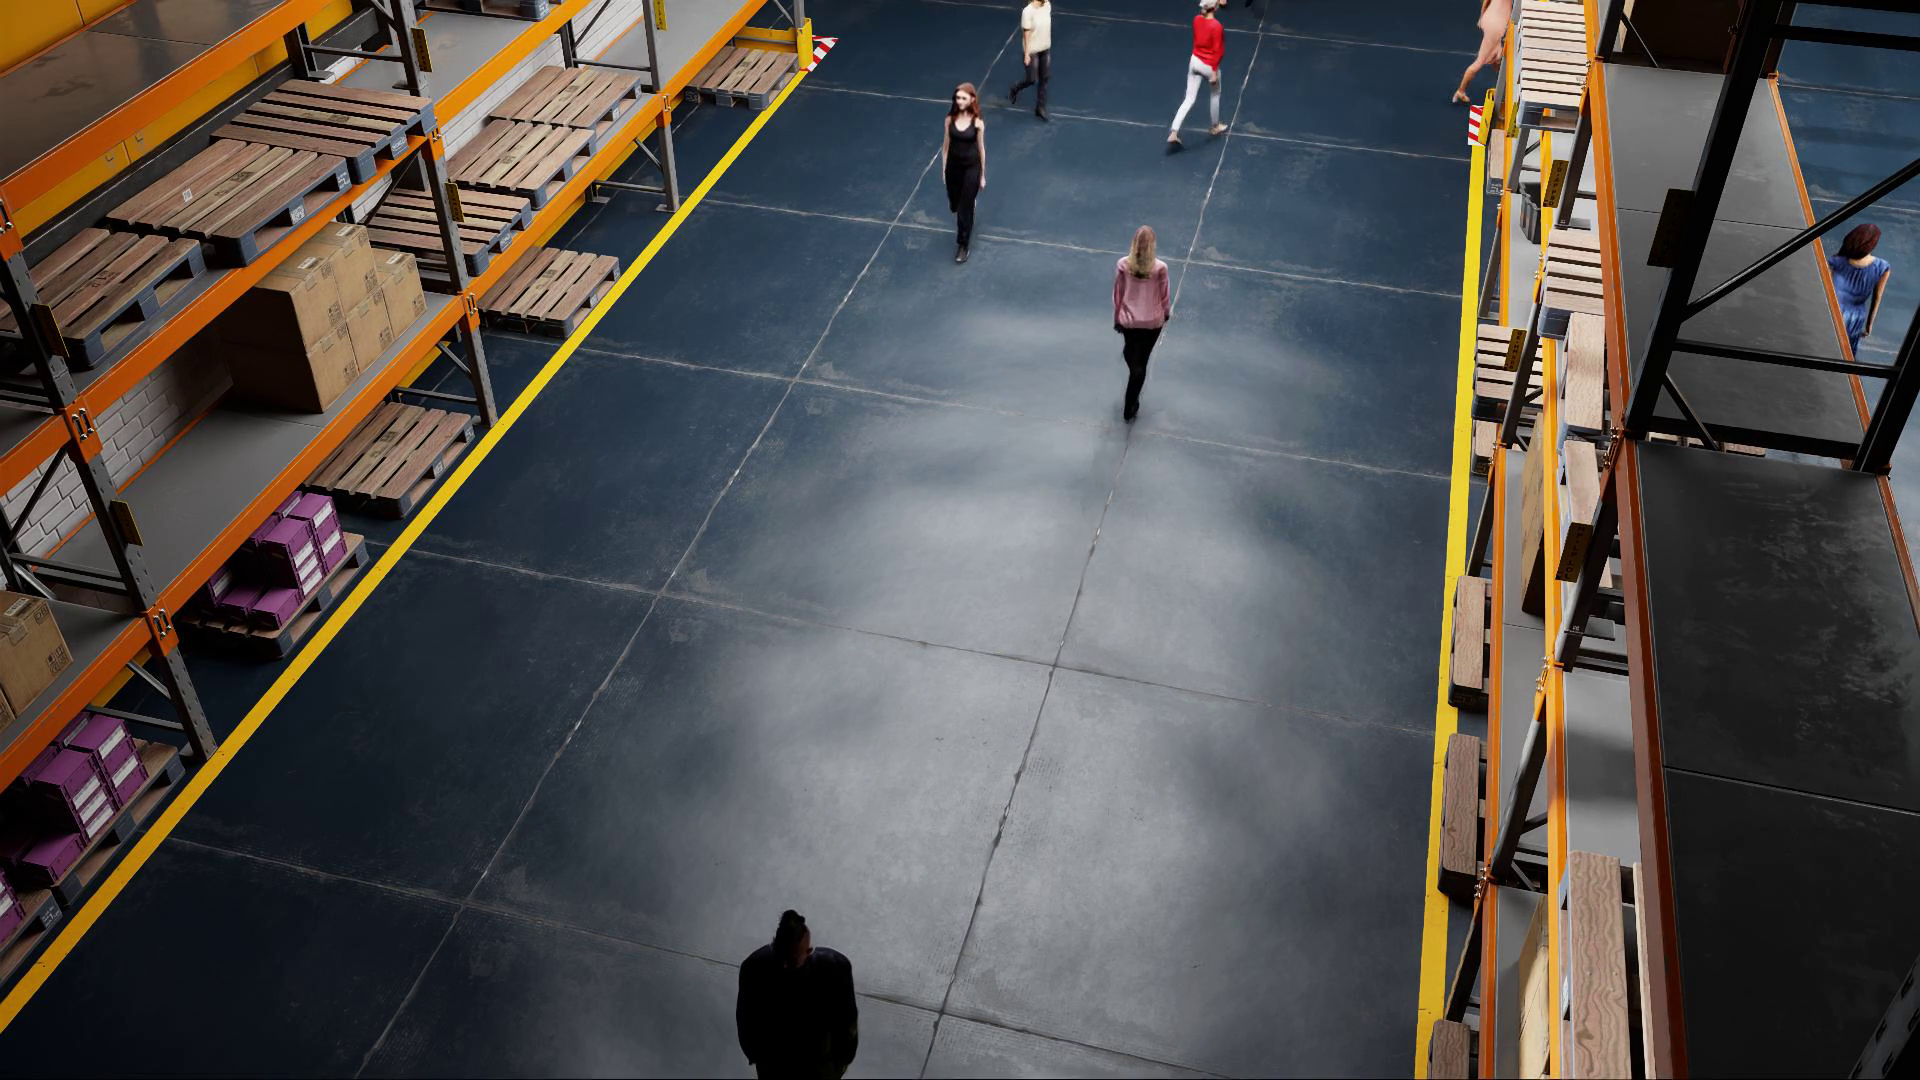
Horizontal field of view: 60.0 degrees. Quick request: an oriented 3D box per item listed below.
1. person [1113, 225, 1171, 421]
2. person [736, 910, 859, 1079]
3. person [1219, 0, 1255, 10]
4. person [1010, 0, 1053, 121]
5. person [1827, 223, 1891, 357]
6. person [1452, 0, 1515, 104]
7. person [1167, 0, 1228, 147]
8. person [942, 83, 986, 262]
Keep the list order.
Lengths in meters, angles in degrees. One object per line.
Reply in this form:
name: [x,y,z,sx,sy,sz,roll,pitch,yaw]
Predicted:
person: [1.468,-1.761,13.747,0.685,1.644,1.078,14,41,17]
person: [-0.790,2.465,8.279,0.829,1.866,0.788,0,39,0]
person: [3.502,-7.473,20.847,0.927,1.710,0.922,-30,47,-32]
person: [0.803,-5.423,18.393,0.854,1.571,0.880,-29,47,-31]
person: [7.149,-1.668,13.538,0.653,1.762,1.064,12,40,15]
person: [5.889,-5.701,18.573,1.100,1.781,1.108,-16,41,-19]
person: [2.541,-4.989,17.785,1.202,1.651,0.974,-30,48,-32]
person: [0.069,-3.589,15.969,0.587,1.729,0.979,10,40,12]
